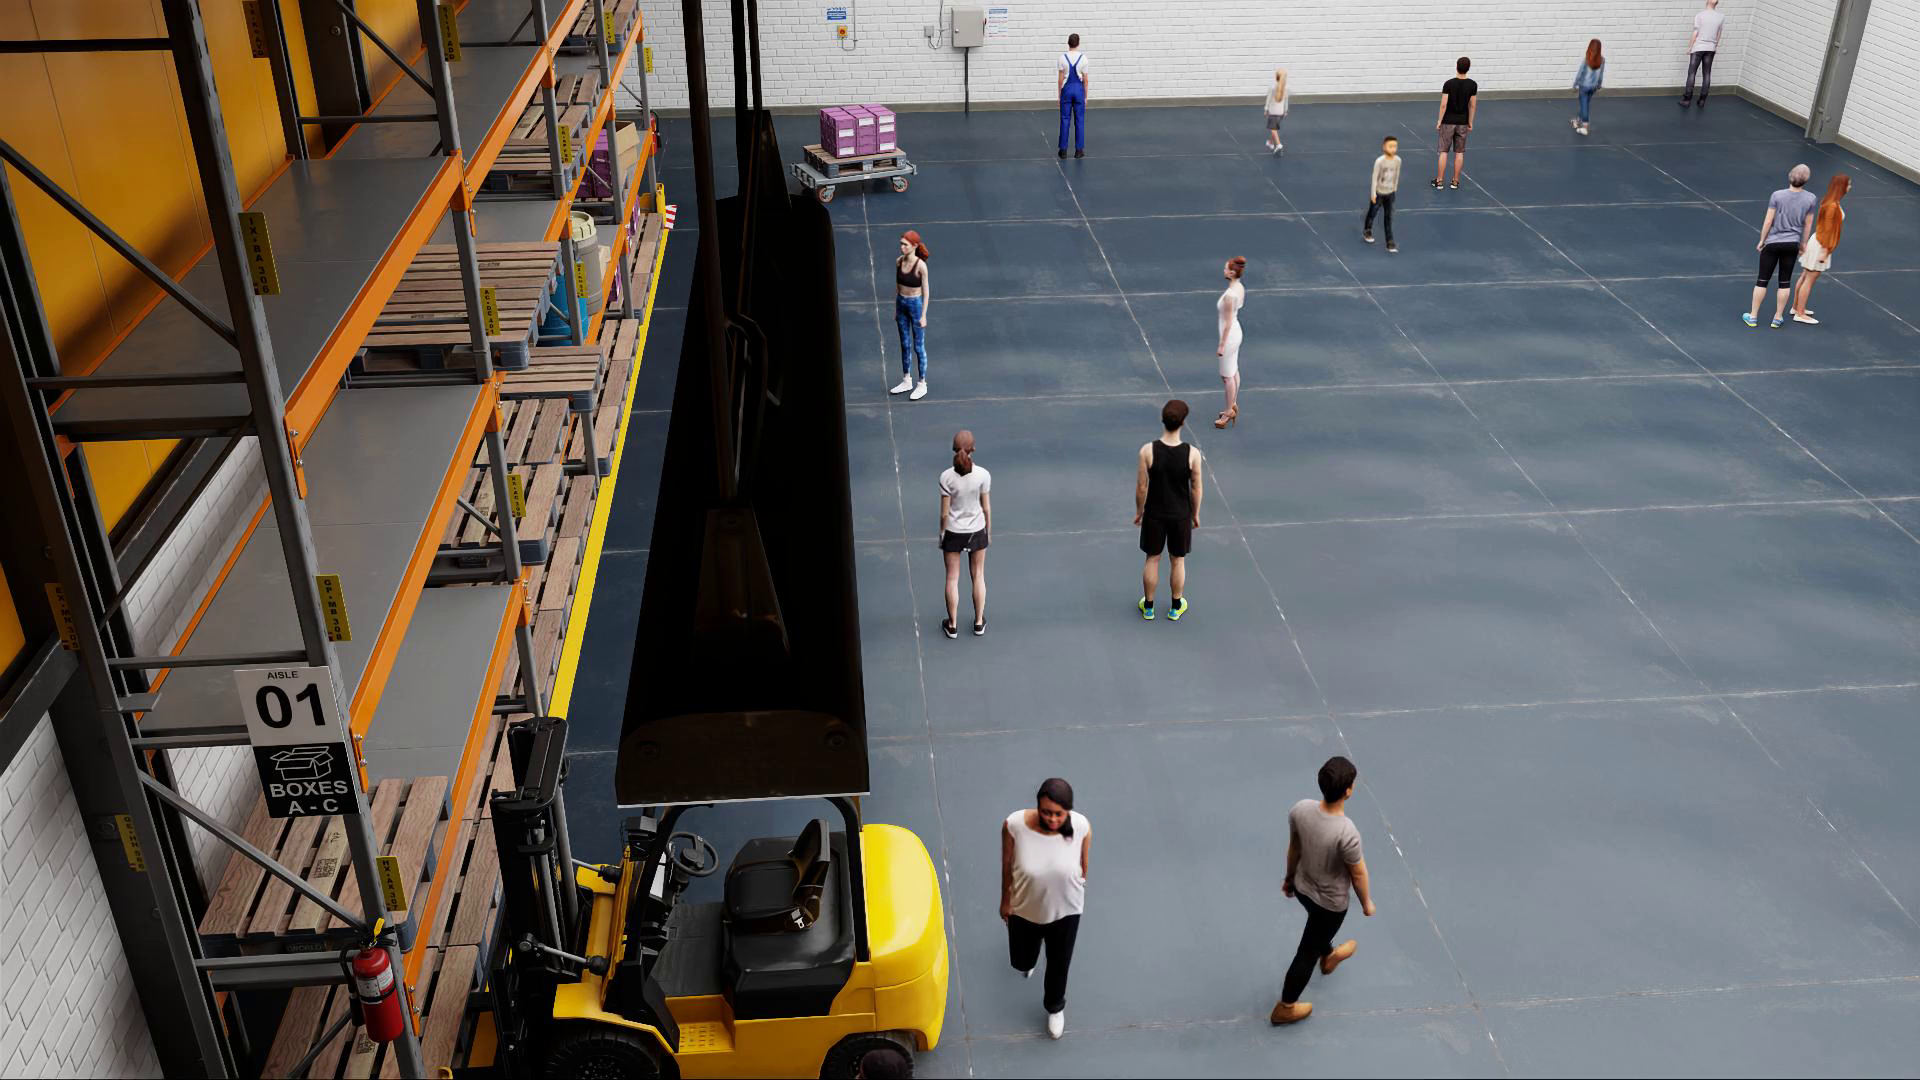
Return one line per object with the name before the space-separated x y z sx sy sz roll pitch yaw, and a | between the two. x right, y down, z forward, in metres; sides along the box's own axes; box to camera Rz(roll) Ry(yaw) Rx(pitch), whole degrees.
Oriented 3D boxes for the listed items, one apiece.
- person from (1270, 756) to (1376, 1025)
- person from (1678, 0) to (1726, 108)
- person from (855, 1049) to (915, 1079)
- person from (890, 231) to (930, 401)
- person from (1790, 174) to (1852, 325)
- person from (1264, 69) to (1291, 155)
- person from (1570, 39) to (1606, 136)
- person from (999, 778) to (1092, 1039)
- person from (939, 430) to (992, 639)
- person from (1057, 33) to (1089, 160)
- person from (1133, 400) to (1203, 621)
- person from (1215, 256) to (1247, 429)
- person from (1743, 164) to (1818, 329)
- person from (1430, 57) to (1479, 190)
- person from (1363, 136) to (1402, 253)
person | 1.960 2.011 9.326 0.968 1.683 1.057 -16 32 -26
person | 12.490 -8.231 27.949 0.665 1.831 0.593 0 29 -1
person | -0.295 2.959 7.512 0.747 1.758 0.576 -5 29 -9
person | -0.506 -2.328 17.176 0.671 1.785 0.731 21 35 34
person | 9.898 -3.379 19.169 0.750 1.722 0.632 8 30 15
person | 4.869 -6.560 25.481 0.650 1.261 0.899 -10 30 -18
person | 10.012 -7.175 26.400 0.672 1.461 0.864 -7 29 -13
person | 0.479 1.998 9.365 0.700 1.670 0.835 0 29 1
person | 0.033 -0.044 13.023 0.577 1.752 0.558 -4 29 -7
person | 1.698 -6.725 25.167 0.654 1.851 0.603 2 29 3
person | 1.648 -0.221 13.202 0.728 1.892 0.657 3 29 6
person | 2.682 -1.967 16.505 0.707 1.793 0.577 11 30 19
person | 9.360 -3.346 18.934 0.743 1.888 0.710 8 30 14
person | 7.068 -5.961 23.755 0.690 1.862 0.612 1 29 1
person | 5.446 -4.502 21.536 0.648 1.426 1.027 -6 29 -12
